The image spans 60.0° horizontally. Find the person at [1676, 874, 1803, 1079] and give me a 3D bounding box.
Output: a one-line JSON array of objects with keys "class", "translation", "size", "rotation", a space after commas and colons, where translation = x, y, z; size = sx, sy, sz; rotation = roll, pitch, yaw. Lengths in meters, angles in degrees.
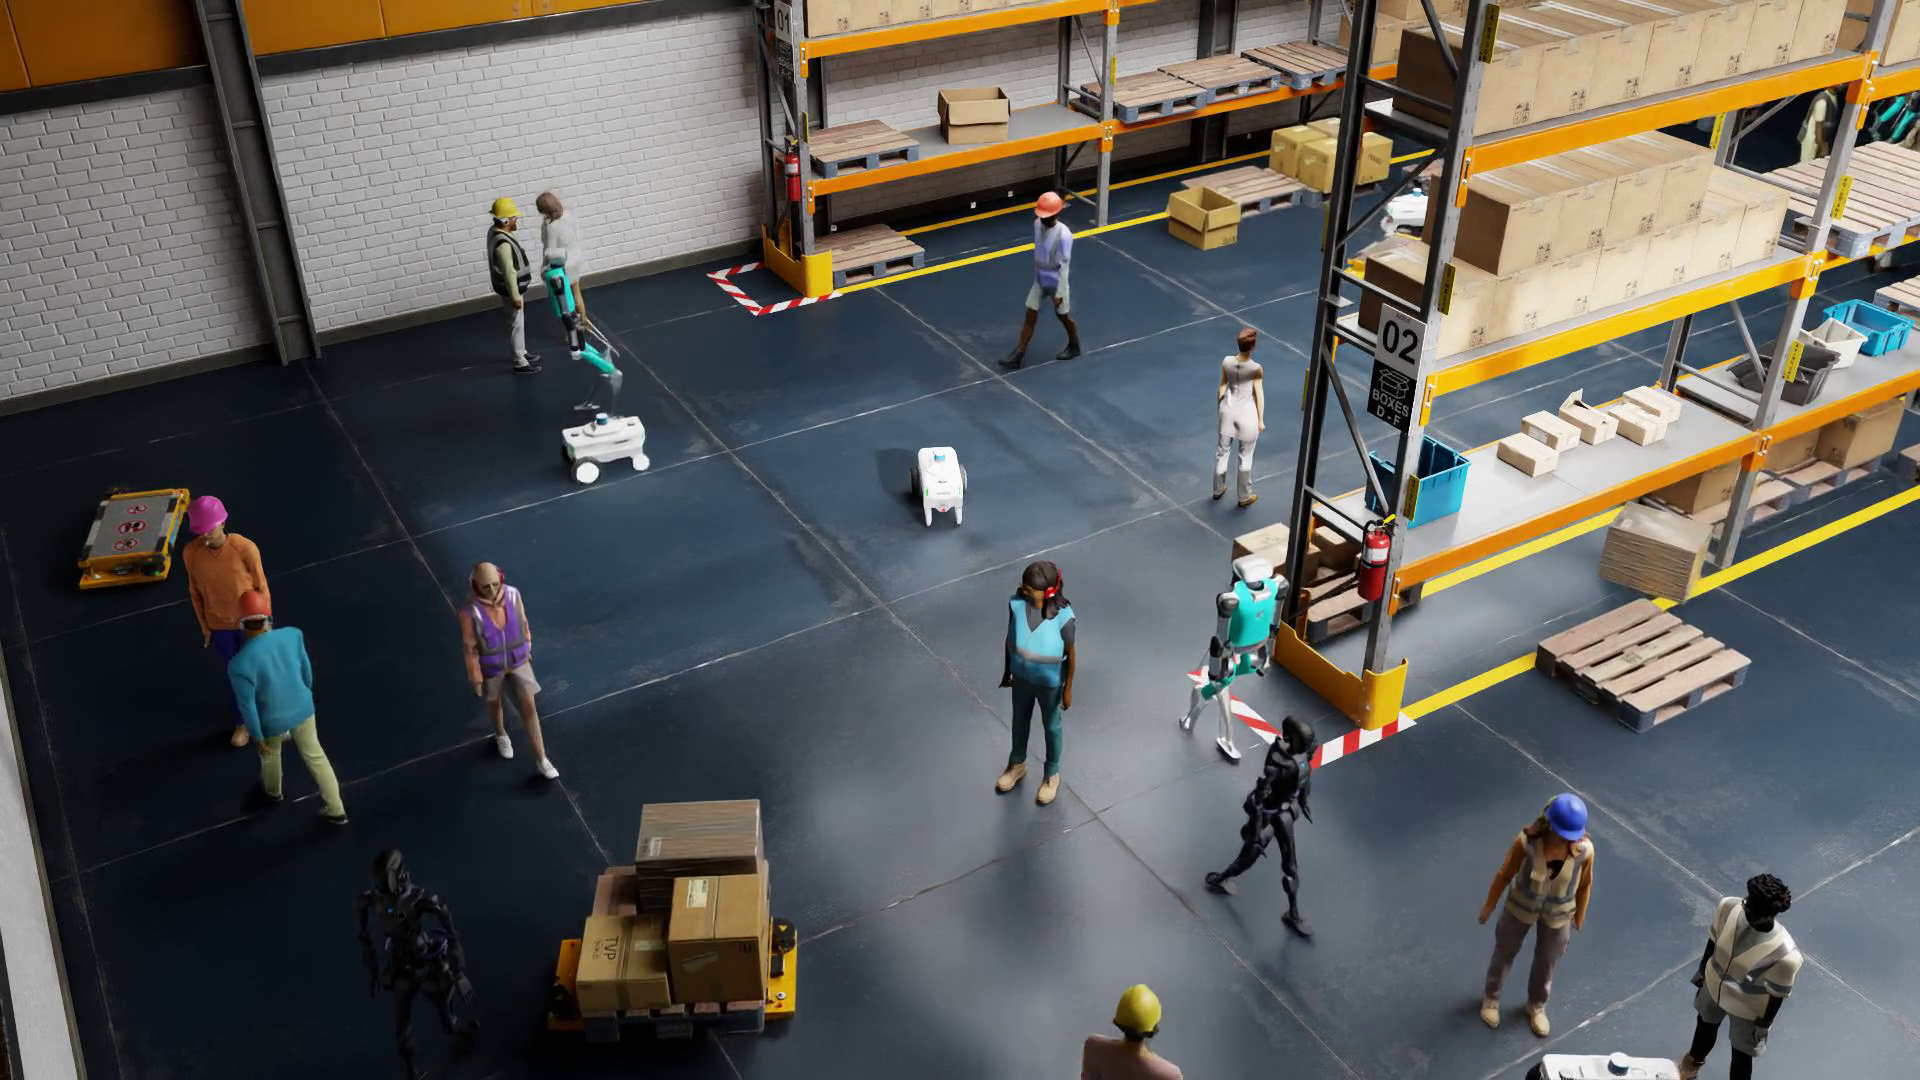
[{"class": "person", "translation": [4.144, 2.429, 8.874], "size": [0.322, 1.691, 0.531], "rotation": [-13, 34, -20]}]

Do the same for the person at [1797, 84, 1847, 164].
[{"class": "person", "translation": [10.529, -4.870, 20.391], "size": [0.744, 1.811, 0.577], "rotation": [26, 41, 35]}]

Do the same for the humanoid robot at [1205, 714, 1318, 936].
[{"class": "humanoid robot", "translation": [1.911, 1.666, 10.155], "size": [0.613, 1.616, 0.780], "rotation": [-25, 40, -34]}]

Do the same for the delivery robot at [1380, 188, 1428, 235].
[{"class": "delivery robot", "translation": [5.508, -3.961, 20.115], "size": [0.769, 0.577, 0.499], "rotation": [-1, 32, -2]}]

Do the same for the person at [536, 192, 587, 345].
[{"class": "person", "translation": [-4.158, -2.861, 17.357], "size": [0.349, 1.645, 0.586], "rotation": [8, 33, 13]}]

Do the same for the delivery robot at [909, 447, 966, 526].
[{"class": "delivery robot", "translation": [-0.178, -0.518, 14.649], "size": [0.499, 0.603, 0.794], "rotation": [-3, 32, -5]}]

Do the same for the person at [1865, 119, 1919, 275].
[{"class": "person", "translation": [10.600, -3.848, 18.725], "size": [0.623, 1.856, 0.567], "rotation": [-12, 34, -18]}]

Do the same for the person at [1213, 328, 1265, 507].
[{"class": "person", "translation": [2.434, -1.074, 14.484], "size": [0.451, 1.661, 0.284], "rotation": [21, 38, 29]}]

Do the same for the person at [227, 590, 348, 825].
[{"class": "person", "translation": [-4.490, 1.113, 10.961], "size": [0.889, 1.695, 0.584], "rotation": [23, 39, 32]}]

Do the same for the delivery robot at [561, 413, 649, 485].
[{"class": "delivery robot", "translation": [-3.251, -0.874, 15.201], "size": [0.789, 0.587, 0.499], "rotation": [-13, 34, -19]}]

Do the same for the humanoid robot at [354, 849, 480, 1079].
[{"class": "humanoid robot", "translation": [-2.943, 2.338, 9.061], "size": [0.614, 1.659, 0.610], "rotation": [4, 32, 6]}]

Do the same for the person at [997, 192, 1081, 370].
[{"class": "person", "translation": [0.869, -2.603, 16.726], "size": [1.008, 1.873, 0.550], "rotation": [-22, 38, -31]}]

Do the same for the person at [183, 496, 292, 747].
[{"class": "person", "translation": [-5.039, 0.558, 11.582], "size": [0.508, 1.985, 0.373], "rotation": [-5, 32, -8]}]

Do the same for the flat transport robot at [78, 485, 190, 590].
[{"class": "flat transport robot", "translation": [-7.028, -0.058, 14.176], "size": [0.659, 0.231, 1.431], "rotation": [-7, 33, -12]}]

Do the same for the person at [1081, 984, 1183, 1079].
[{"class": "person", "translation": [0.854, 2.834, 8.163], "size": [0.558, 1.743, 0.563], "rotation": [16, 35, 24]}]

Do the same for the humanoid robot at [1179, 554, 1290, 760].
[{"class": "humanoid robot", "translation": [1.816, 0.795, 11.525], "size": [0.550, 1.885, 0.825], "rotation": [-14, 35, -21]}]

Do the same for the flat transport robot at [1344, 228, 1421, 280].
[{"class": "flat transport robot", "translation": [5.036, -3.246, 19.260], "size": [0.659, 0.231, 1.431], "rotation": [23, 39, 32]}]

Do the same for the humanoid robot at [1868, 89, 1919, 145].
[{"class": "humanoid robot", "translation": [12.306, -5.679, 21.819], "size": [0.728, 1.865, 0.543], "rotation": [-15, 35, -22]}]

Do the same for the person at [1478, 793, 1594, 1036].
[{"class": "person", "translation": [3.223, 2.094, 9.339], "size": [0.551, 1.764, 0.374], "rotation": [8, 33, 12]}]

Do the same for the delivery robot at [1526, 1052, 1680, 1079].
[{"class": "delivery robot", "translation": [3.480, 3.023, 9.012], "size": [0.791, 0.614, 0.499], "rotation": [1, 32, 2]}]

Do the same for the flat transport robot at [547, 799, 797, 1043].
[{"class": "flat transport robot", "translation": [-1.702, 2.591, 9.952], "size": [1.431, 0.231, 0.659], "rotation": [-2, 32, -3]}]

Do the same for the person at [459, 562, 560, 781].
[{"class": "person", "translation": [-3.097, 0.905, 11.332], "size": [0.498, 1.656, 0.806], "rotation": [-19, 37, -27]}]

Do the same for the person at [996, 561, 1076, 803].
[{"class": "person", "translation": [0.527, 0.924, 11.104], "size": [0.524, 1.869, 0.396], "rotation": [17, 36, 24]}]

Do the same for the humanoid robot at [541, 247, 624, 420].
[{"class": "humanoid robot", "translation": [-3.498, -1.958, 15.840], "size": [0.783, 1.794, 0.531], "rotation": [-10, 33, -15]}]

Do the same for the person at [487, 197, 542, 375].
[{"class": "person", "translation": [-4.494, -2.554, 16.698], "size": [0.403, 1.824, 0.592], "rotation": [-10, 34, -16]}]
